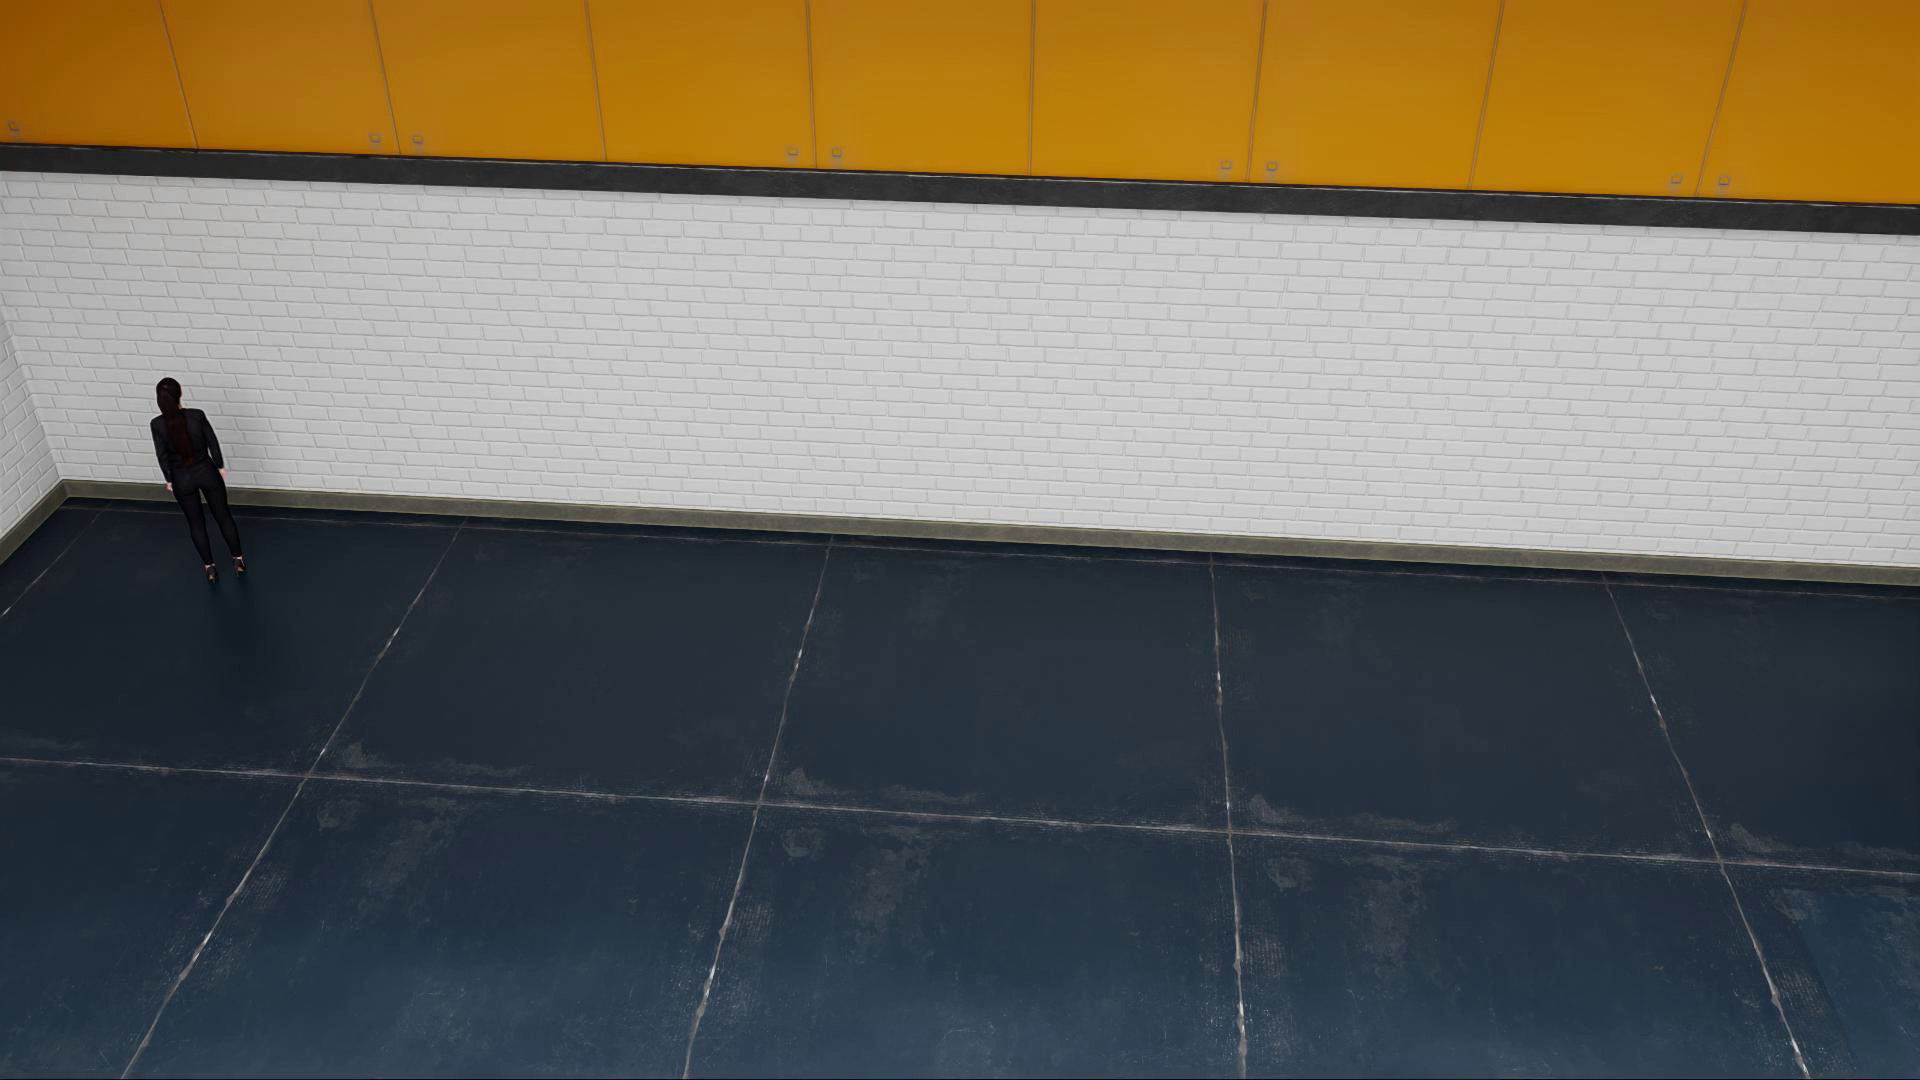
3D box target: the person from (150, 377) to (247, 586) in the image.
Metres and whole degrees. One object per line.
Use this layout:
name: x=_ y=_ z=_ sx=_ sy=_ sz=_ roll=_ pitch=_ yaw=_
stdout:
person: x=-5.671 y=-0.450 z=12.360 sx=0.647 sy=1.711 sz=0.655 roll=-15 pitch=37 yaw=-22
